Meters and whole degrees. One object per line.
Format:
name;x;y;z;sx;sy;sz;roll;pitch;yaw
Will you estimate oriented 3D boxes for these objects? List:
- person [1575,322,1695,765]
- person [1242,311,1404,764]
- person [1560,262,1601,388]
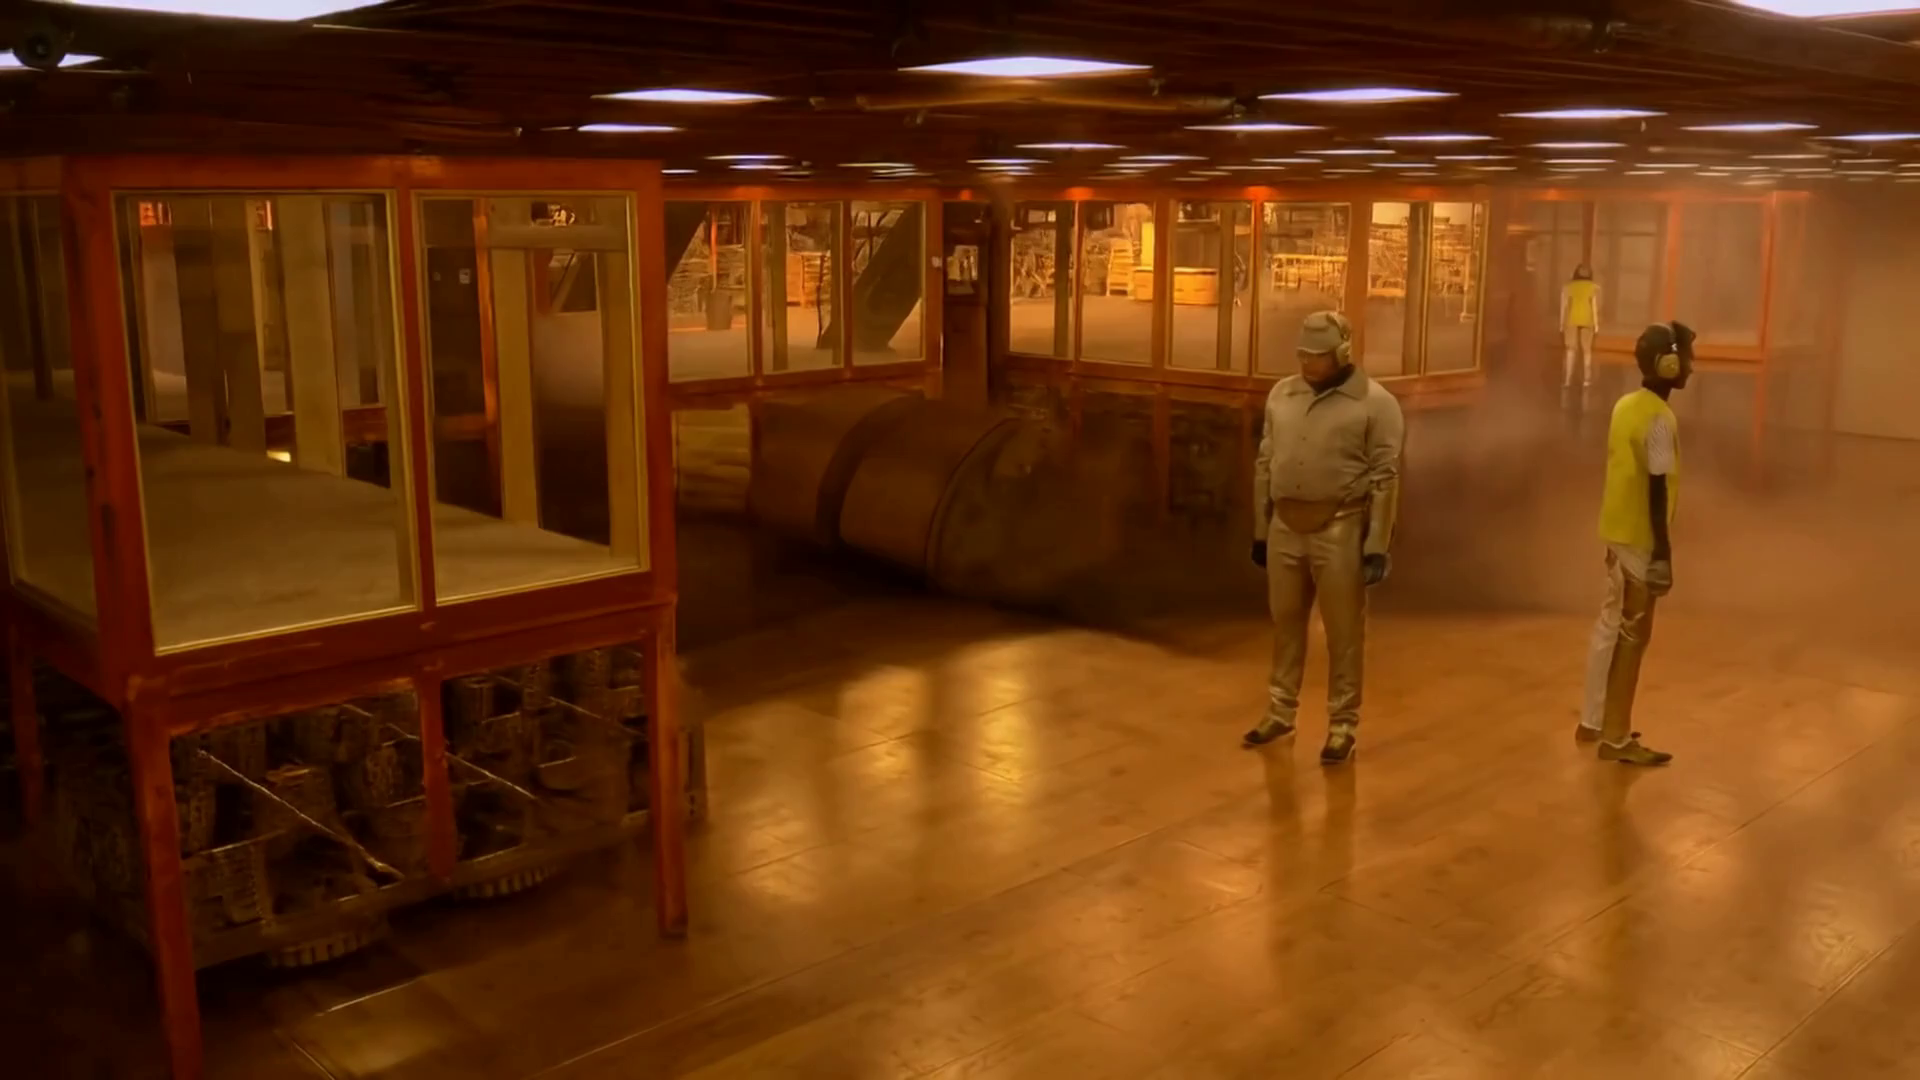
person;2.867;0.018;7.020;0.327;1.861;0.507;0;11;0
person;1.510;-0.013;7.047;0.636;1.903;0.405;9;14;38
person;8.080;-2.802;21.686;0.499;1.633;0.280;4;12;19
